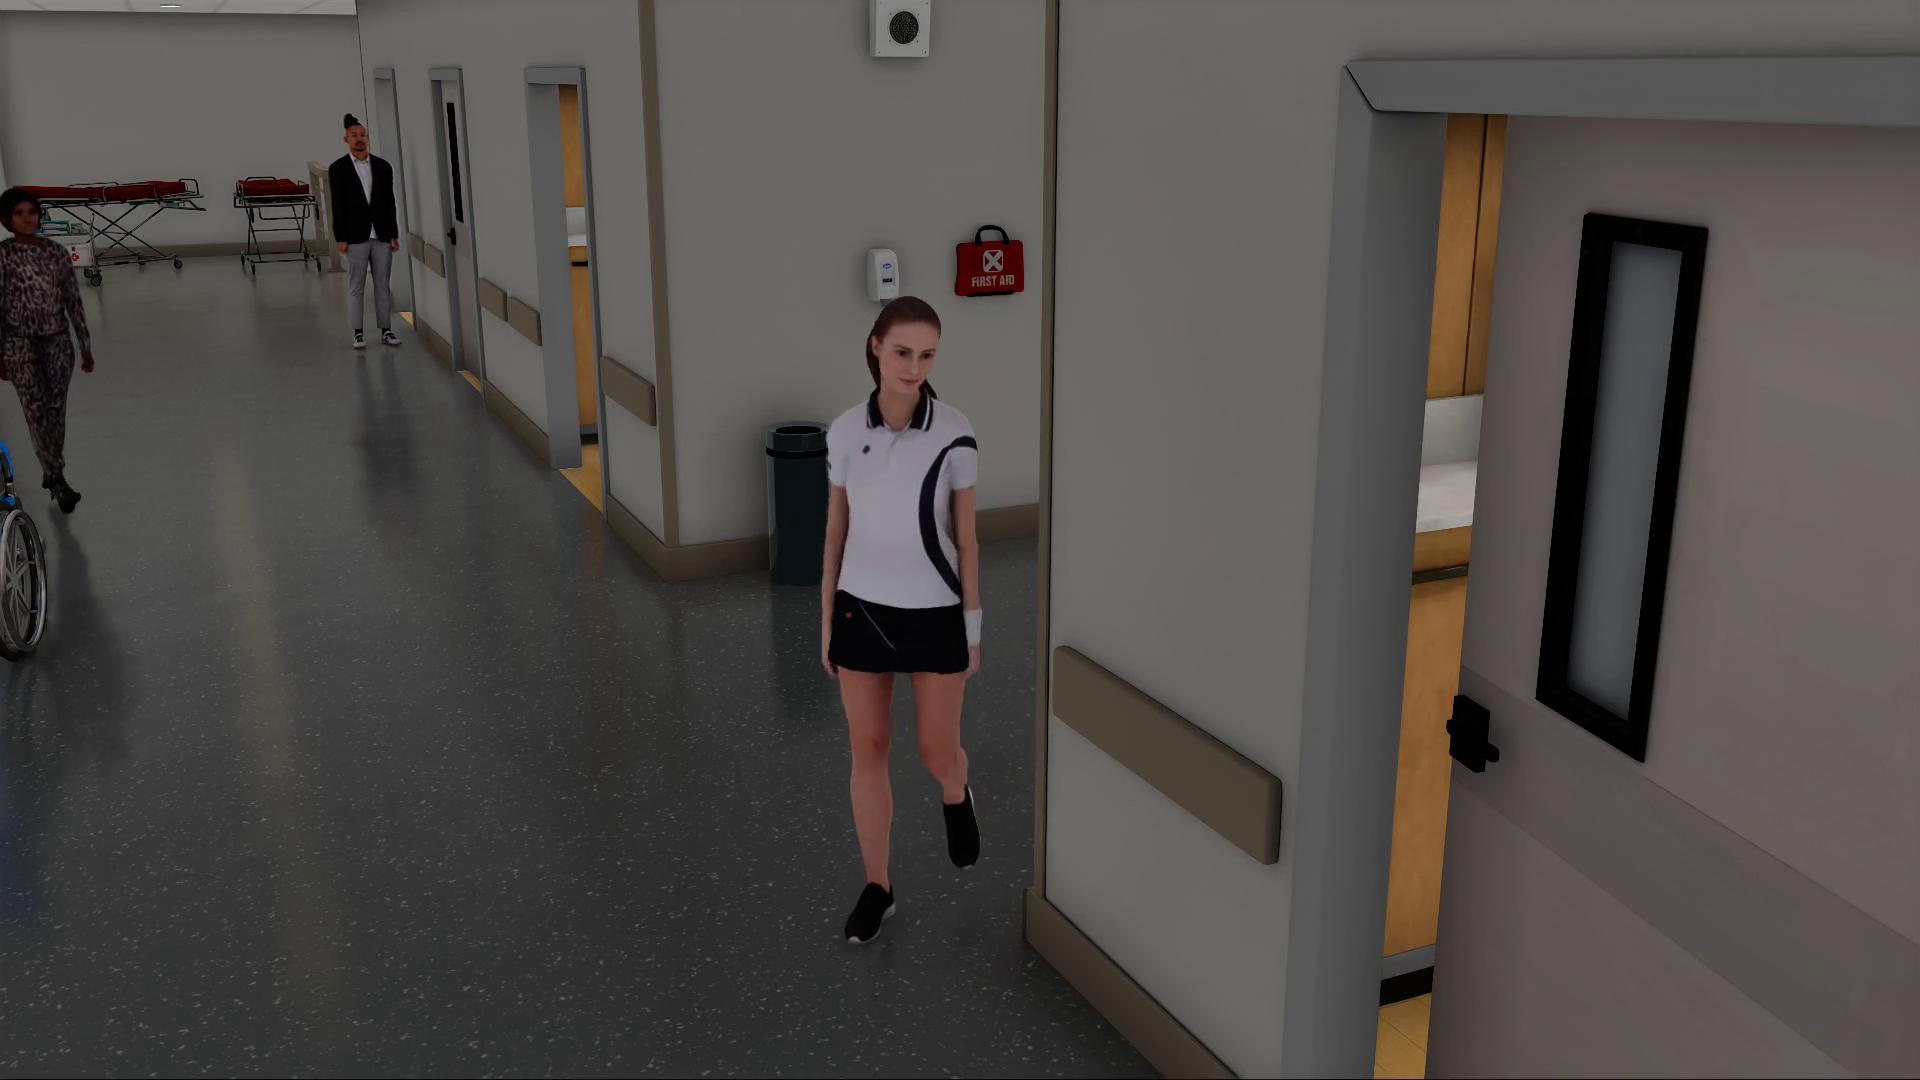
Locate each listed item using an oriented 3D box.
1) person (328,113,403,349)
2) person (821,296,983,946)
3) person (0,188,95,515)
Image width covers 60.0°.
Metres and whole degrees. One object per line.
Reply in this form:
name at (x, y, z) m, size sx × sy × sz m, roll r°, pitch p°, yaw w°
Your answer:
person at (-5.059, -2.629, 14.149) m, size 0.745 × 1.950 × 0.658 m, roll -11°, pitch 19°, yaw -34°
person at (-0.119, 0.206, 4.479) m, size 0.841 × 1.740 × 0.915 m, roll 5°, pitch 17°, yaw 17°
person at (-4.905, -0.985, 8.839) m, size 0.833 × 1.667 × 1.205 m, roll -15°, pitch 21°, yaw -42°
